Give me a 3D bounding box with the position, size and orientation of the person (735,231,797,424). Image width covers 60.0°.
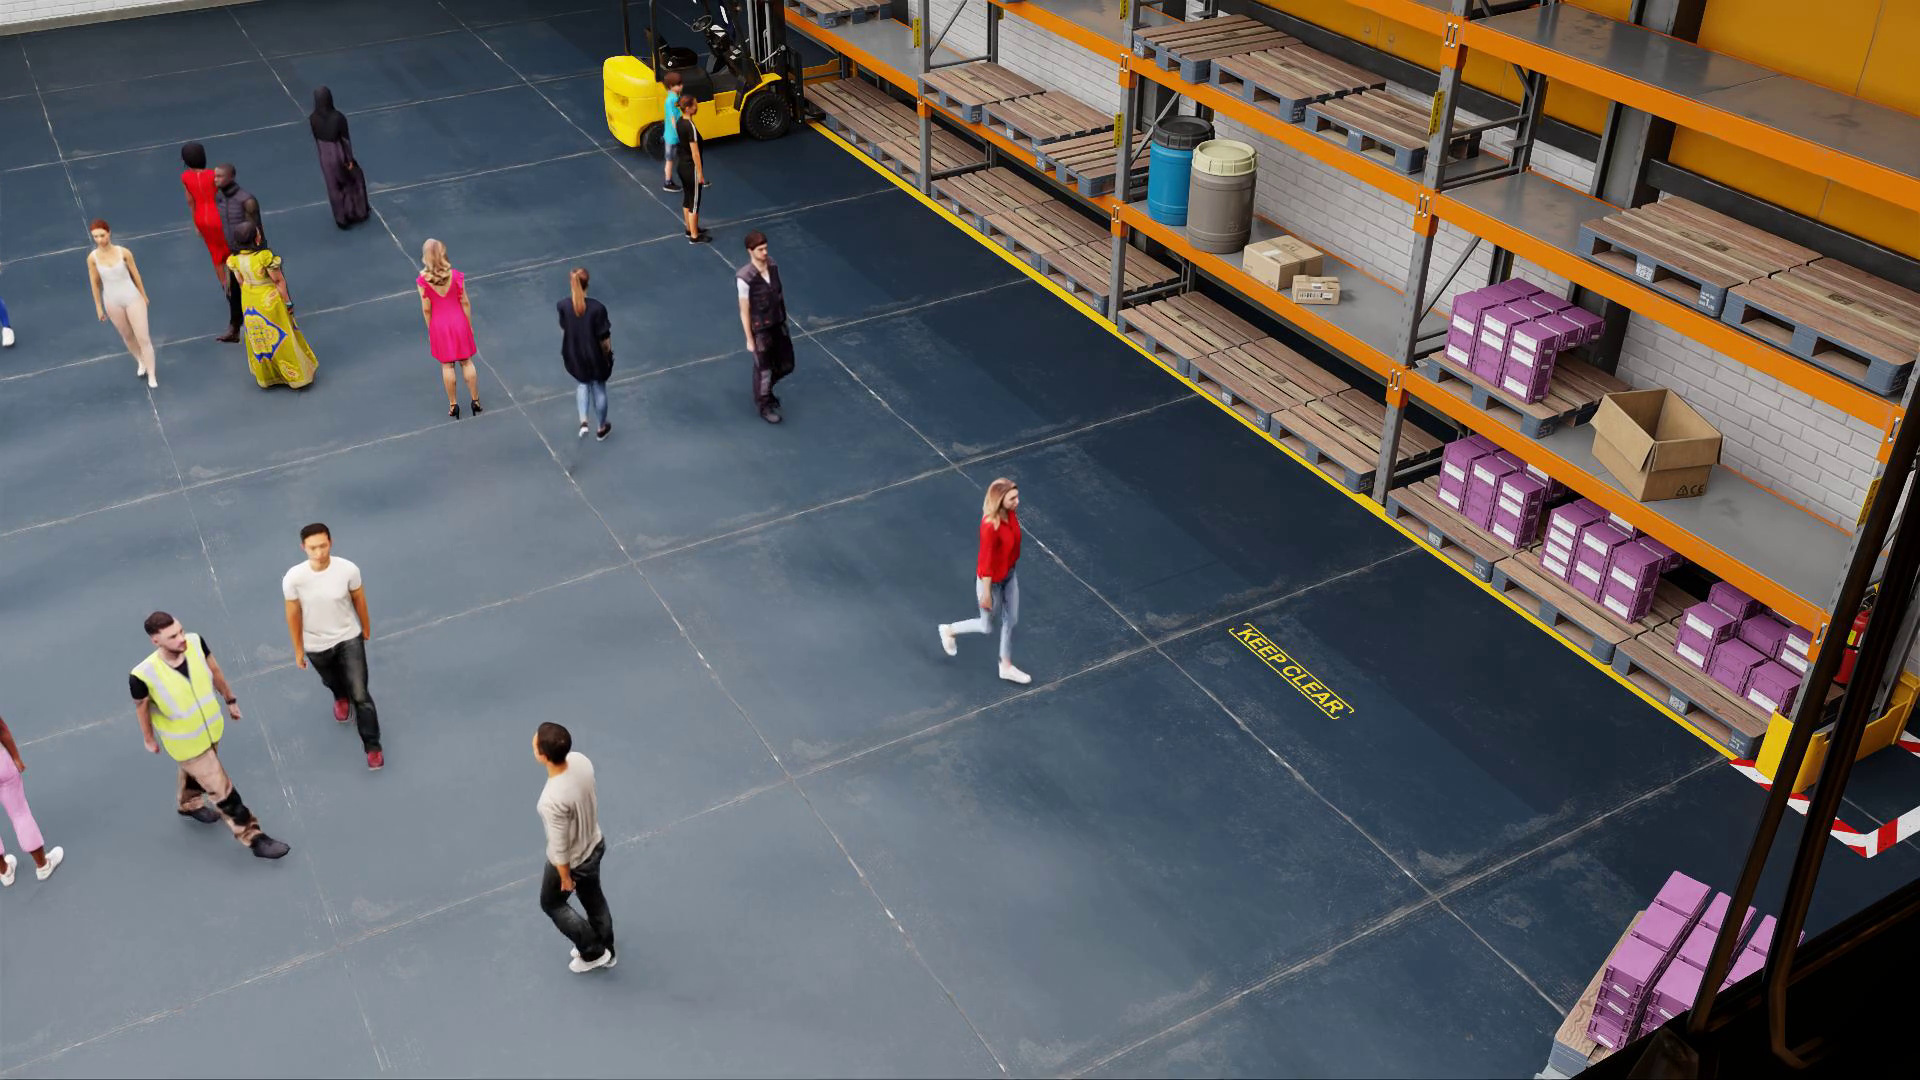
[{"bbox_3d":[-1.815,-1.932,14.936,0.807,1.835,0.782,24,40,31],"label":"person"}]

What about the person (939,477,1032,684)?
[{"bbox_3d":[0.193,0.270,11.757,1.067,1.686,0.934,15,37,22],"label":"person"}]

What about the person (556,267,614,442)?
[{"bbox_3d":[-3.282,-1.570,14.535,0.840,1.676,0.906,3,34,5],"label":"person"}]

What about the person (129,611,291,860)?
[{"bbox_3d":[-4.800,1.172,10.301,1.296,1.795,1.165,13,36,19],"label":"person"}]

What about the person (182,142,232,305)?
[{"bbox_3d":[-7.579,-3.154,16.868,0.704,1.731,0.731,-3,34,-4],"label":"person"}]

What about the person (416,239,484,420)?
[{"bbox_3d":[-4.600,-1.903,14.989,0.616,1.728,0.600,-10,35,-15],"label":"person"}]

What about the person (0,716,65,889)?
[{"bbox_3d":[-5.912,1.373,10.048,0.636,1.741,0.597,-8,34,-12],"label":"person"}]

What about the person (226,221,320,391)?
[{"bbox_3d":[-6.448,-2.179,15.468,1.002,1.656,1.047,6,34,9],"label":"person"}]

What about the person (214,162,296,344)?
[{"bbox_3d":[-6.915,-2.849,16.350,1.163,1.796,1.153,14,36,20],"label":"person"}]

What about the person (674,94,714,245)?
[{"bbox_3d":[-2.983,-4.104,18.353,0.647,1.668,0.468,-16,37,-22],"label":"person"}]

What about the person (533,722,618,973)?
[{"bbox_3d":[-2.095,1.769,9.401,0.821,1.798,0.767,9,35,14],"label":"person"}]

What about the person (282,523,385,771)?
[{"bbox_3d":[-4.220,0.621,11.157,0.809,1.766,1.201,-10,35,-15],"label":"person"}]

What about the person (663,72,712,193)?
[{"bbox_3d":[-3.423,-4.802,19.621,0.856,1.428,0.792,9,35,14],"label":"person"}]

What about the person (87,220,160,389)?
[{"bbox_3d":[-7.850,-2.254,15.620,0.700,1.613,0.997,-11,35,-17],"label":"person"}]

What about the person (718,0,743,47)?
[{"bbox_3d":[-3.325,-7.746,23.803,0.704,1.701,0.548,-28,43,-36],"label":"person"}]

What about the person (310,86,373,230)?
[{"bbox_3d":[-7.038,-4.275,18.665,0.806,1.608,0.896,1,34,2],"label":"person"}]
